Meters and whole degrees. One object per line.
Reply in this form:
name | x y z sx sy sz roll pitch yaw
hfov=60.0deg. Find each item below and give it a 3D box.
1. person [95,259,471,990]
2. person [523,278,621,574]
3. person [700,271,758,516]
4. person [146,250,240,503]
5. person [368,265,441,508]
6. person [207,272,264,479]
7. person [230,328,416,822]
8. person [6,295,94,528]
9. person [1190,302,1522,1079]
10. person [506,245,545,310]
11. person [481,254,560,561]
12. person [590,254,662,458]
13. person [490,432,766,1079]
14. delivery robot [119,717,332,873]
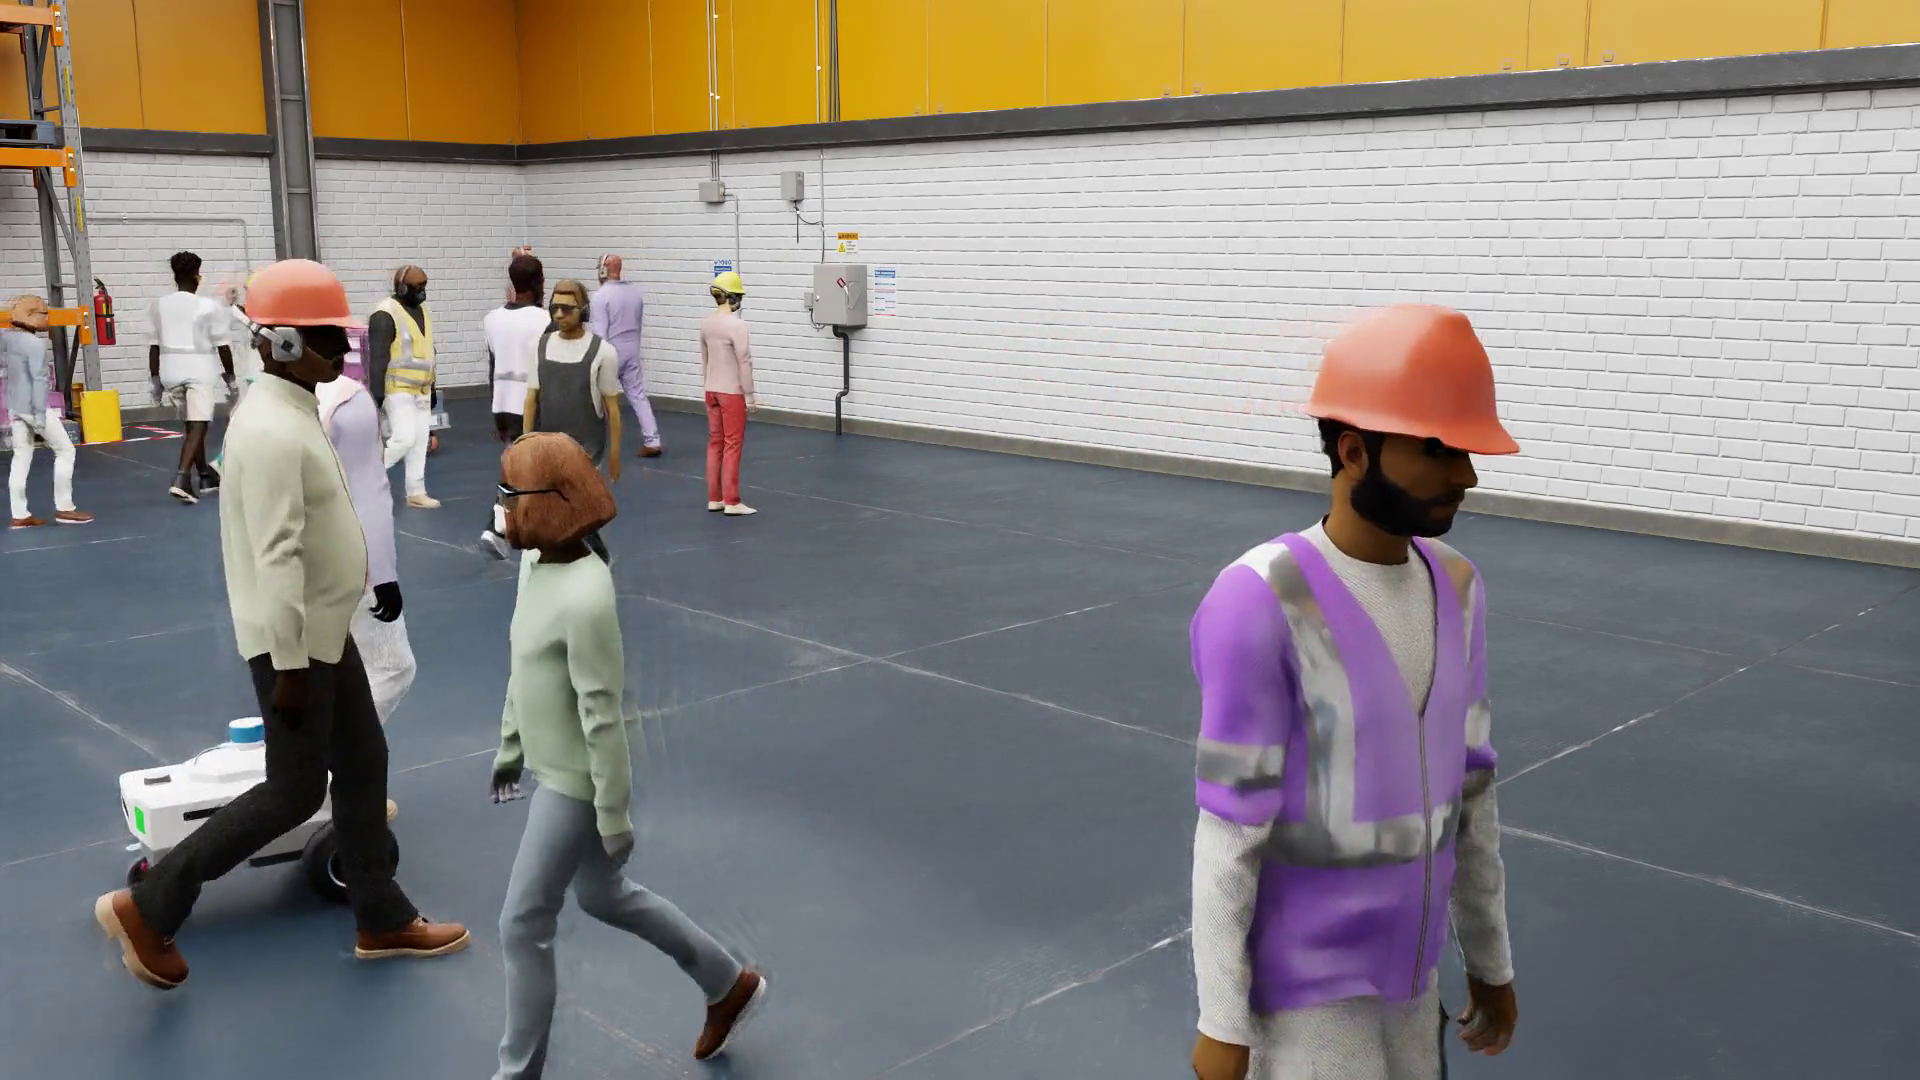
person | -1.833 0.247 4.411 0.851 1.968 0.627 -3 11 -17
person | -2.043 -0.500 8.928 0.509 1.813 0.950 3 11 15
person | -1.674 -1.055 12.065 0.334 1.764 0.529 -9 14 -42
person | -5.915 -1.253 12.747 0.602 1.919 1.012 1 10 4
person | -4.130 -1.117 12.279 0.534 1.816 0.634 3 11 15
person | -5.709 -1.301 13.473 0.828 1.735 0.533 -7 13 -35
person | -2.111 0.116 5.542 0.703 1.812 0.452 6 12 30
person | -6.386 -0.891 11.594 0.502 1.608 0.625 7 12 33
person | 0.592 0.618 2.463 0.566 1.929 0.380 -8 13 -37
person | -4.603 -2.168 17.720 0.408 1.913 0.641 -2 11 -13
person | -2.585 -0.767 10.083 0.614 1.908 0.589 8 13 36
person | -3.121 -1.665 15.142 0.982 1.865 0.667 6 12 31
person | -0.830 0.537 3.809 0.781 1.604 0.510 -4 11 -22
delivery robot | -2.154 0.785 5.063 0.707 0.478 0.477 -6 12 -31
